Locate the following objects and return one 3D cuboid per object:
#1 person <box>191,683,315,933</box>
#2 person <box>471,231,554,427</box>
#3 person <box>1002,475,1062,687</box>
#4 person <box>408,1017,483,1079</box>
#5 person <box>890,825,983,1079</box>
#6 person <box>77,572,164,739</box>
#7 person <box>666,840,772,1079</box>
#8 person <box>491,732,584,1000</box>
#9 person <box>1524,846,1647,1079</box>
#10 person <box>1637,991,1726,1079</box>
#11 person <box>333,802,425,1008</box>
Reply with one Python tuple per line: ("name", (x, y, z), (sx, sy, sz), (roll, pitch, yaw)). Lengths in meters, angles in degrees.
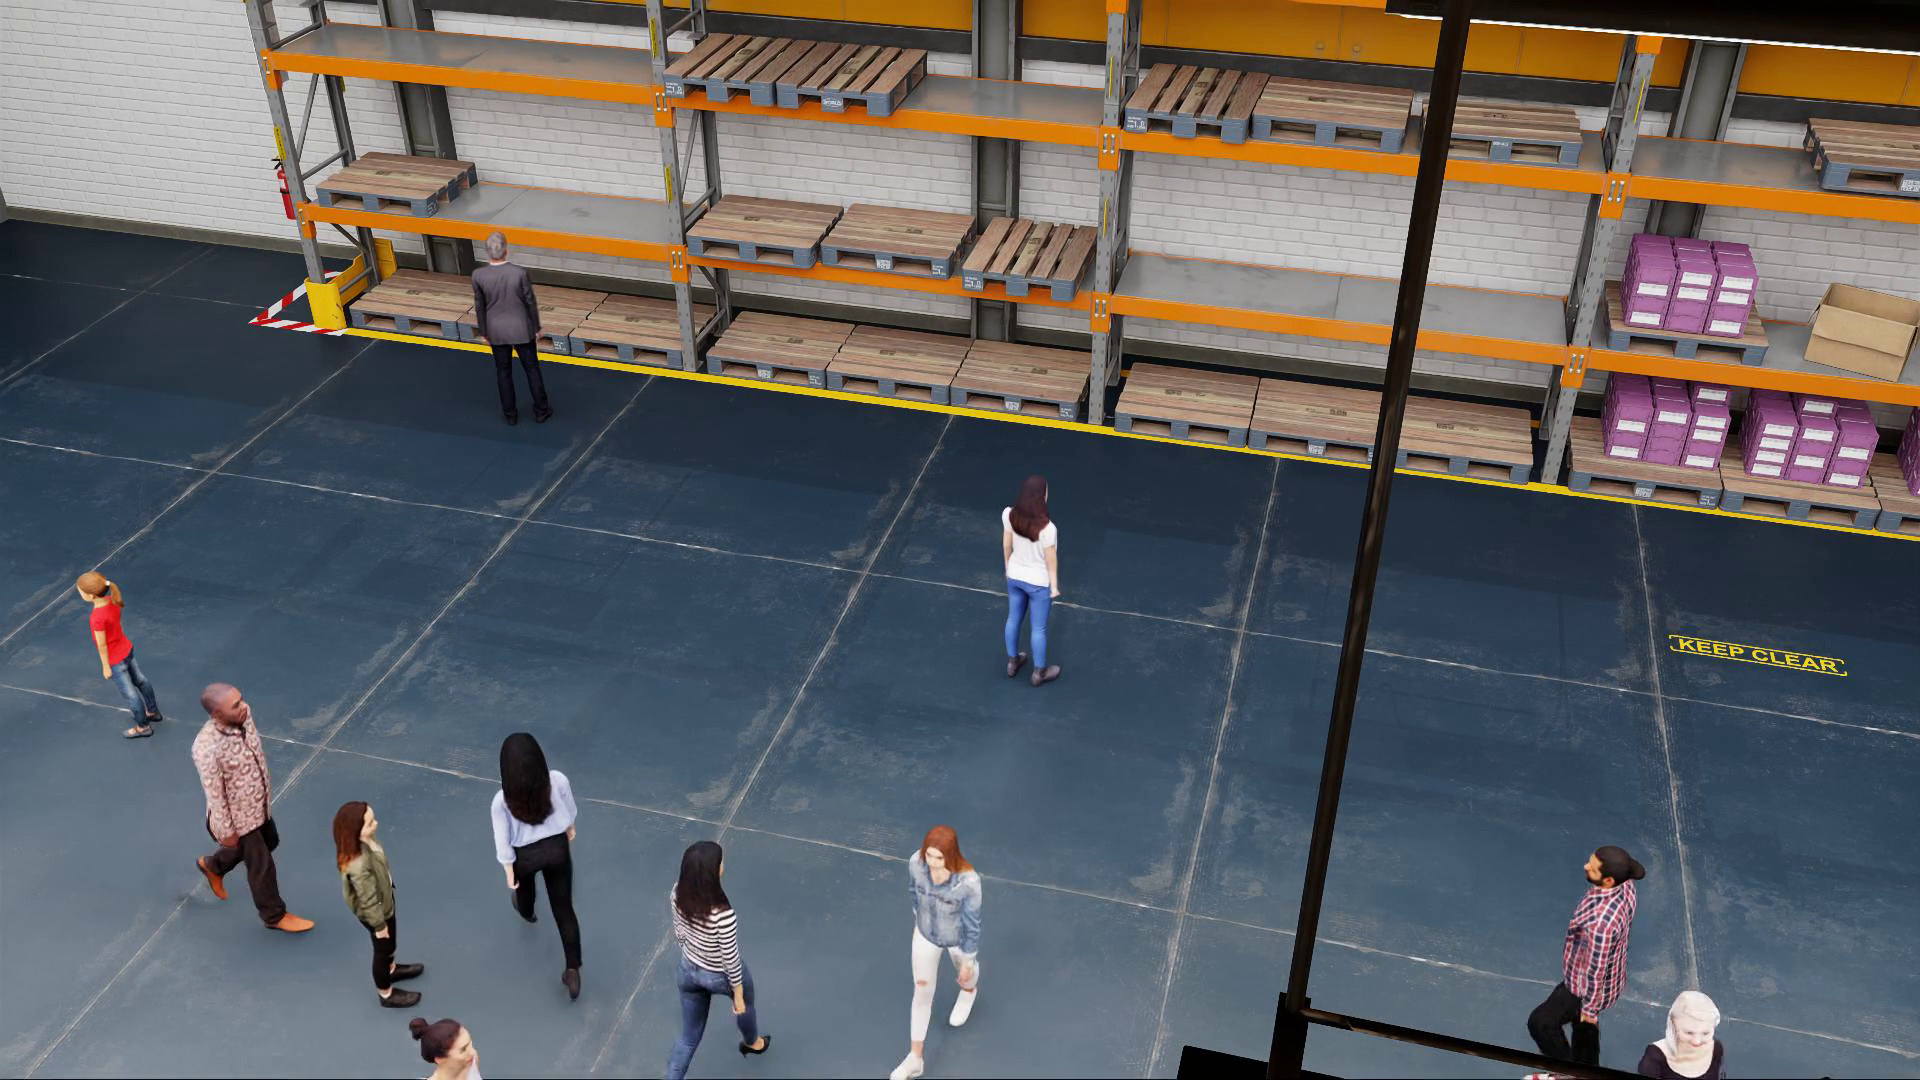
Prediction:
("person", (-4.288, 1.560, 9.722), (1.027, 1.775, 0.768), (4, 34, 6))
("person", (-4.012, -1.883, 14.842), (0.689, 1.842, 0.849), (-4, 34, -6))
("person", (0.490, 0.294, 11.710), (0.592, 1.683, 0.730), (23, 40, 31))
("person", (-2.453, 2.877, 7.931), (1.160, 1.564, 0.746), (16, 37, 23))
("person", (-0.034, 2.095, 9.029), (1.062, 1.651, 0.794), (14, 36, 20))
("person", (-5.722, 0.774, 11.327), (0.559, 1.307, 0.527), (-3, 34, -5))
("person", (-1.359, 2.339, 8.577), (1.168, 1.746, 0.882), (18, 38, 25))
("person", (-2.317, 1.858, 9.340), (1.118, 1.702, 1.200), (-20, 38, -27))
("person", (3.355, 2.288, 8.646), (0.740, 1.754, 0.760), (22, 39, 29))
("person", (3.317, 2.789, 7.830), (0.656, 1.824, 0.765), (-13, 36, -18))
("person", (-3.281, 2.023, 9.295), (0.680, 1.476, 0.663), (-10, 35, -15))
